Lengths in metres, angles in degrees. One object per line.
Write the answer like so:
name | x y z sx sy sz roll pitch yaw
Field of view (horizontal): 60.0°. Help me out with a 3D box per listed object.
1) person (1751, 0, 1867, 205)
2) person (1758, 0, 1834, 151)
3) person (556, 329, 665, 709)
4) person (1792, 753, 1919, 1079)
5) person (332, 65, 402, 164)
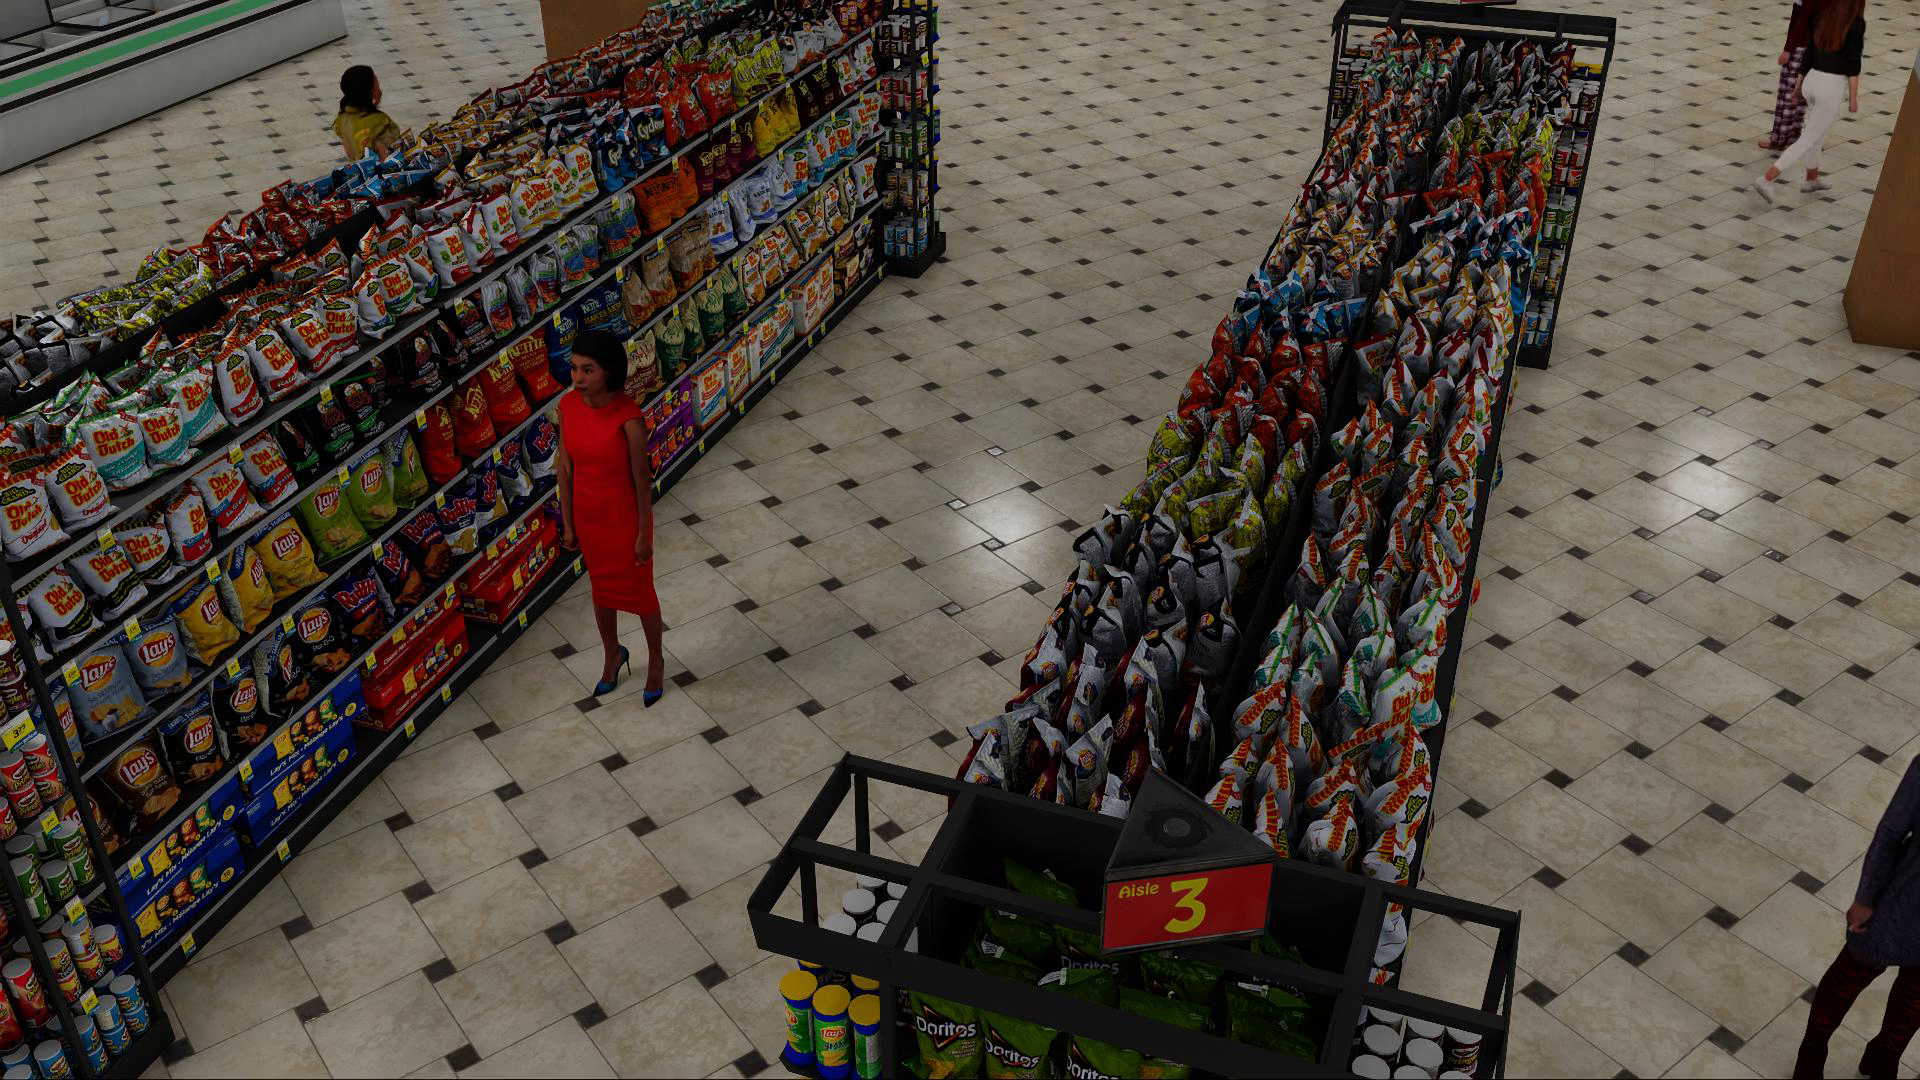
person | 6.290 -3.282 12.221 1.083 1.673 1.098 -10 33 -15
person | 6.767 -3.984 13.328 0.608 1.696 0.745 -25 40 -34
person | -1.456 -0.075 7.000 0.560 1.744 0.483 11 33 16
person | 2.972 1.113 5.123 0.609 1.710 0.550 7 33 11
person | -3.664 -2.098 10.344 0.953 1.646 1.077 22 38 31
